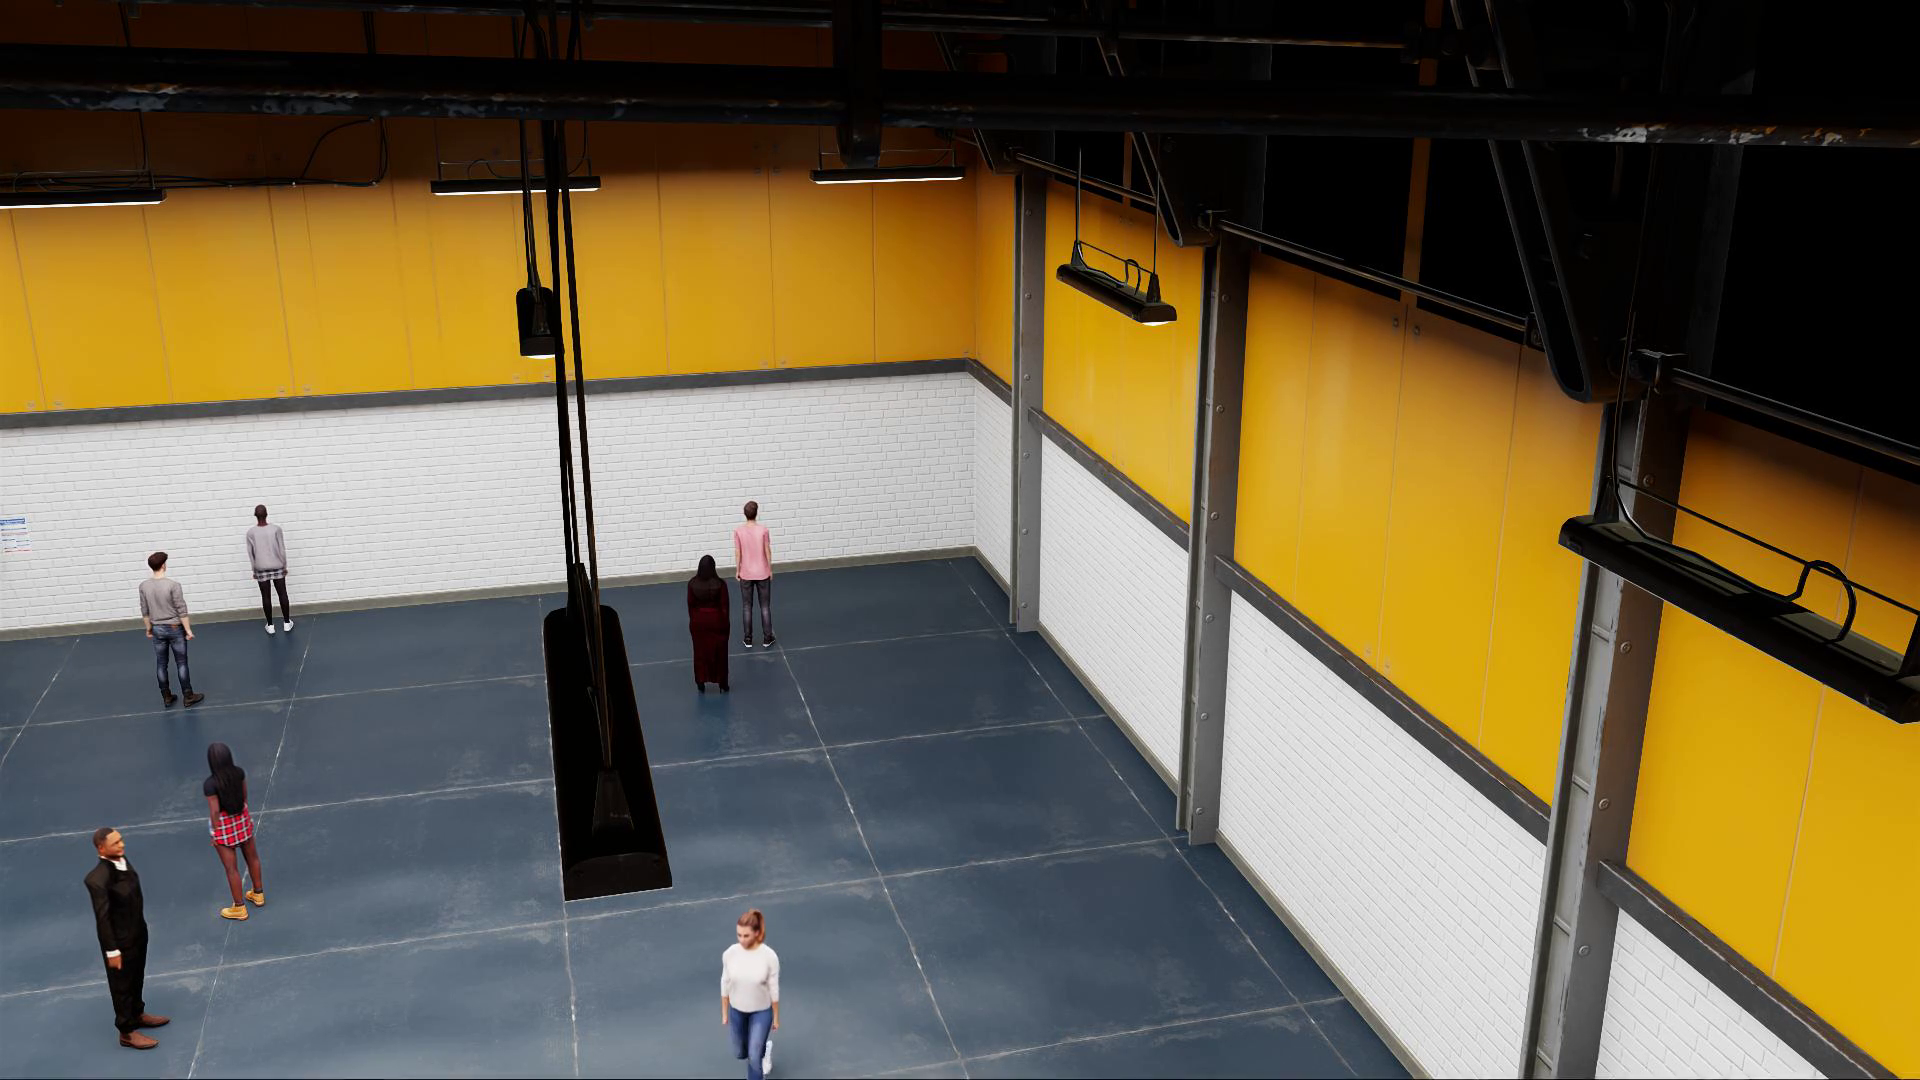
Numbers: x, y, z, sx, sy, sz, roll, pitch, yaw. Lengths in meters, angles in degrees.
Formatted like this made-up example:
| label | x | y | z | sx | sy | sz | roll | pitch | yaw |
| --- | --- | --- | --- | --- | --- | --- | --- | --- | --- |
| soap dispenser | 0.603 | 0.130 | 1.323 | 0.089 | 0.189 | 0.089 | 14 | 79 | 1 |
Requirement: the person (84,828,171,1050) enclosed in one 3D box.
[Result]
| label | x | y | z | sx | sy | sz | roll | pitch | yaw |
| --- | --- | --- | --- | --- | --- | --- | --- | --- | --- |
| person | -6.799 | 3.195 | 13.492 | 0.803 | 1.904 | 0.615 | -1 | 19 | -4 |

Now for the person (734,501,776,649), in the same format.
| label | x | y | z | sx | sy | sz | roll | pitch | yaw |
| --- | --- | --- | --- | --- | --- | --- | --- | --- | --- |
| person | -2.671 | 0.441 | 21.583 | 0.673 | 1.959 | 0.617 | -1 | 19 | -3 |

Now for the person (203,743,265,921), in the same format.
| label | x | y | z | sx | sy | sz | roll | pitch | yaw |
| --- | --- | --- | --- | --- | --- | --- | --- | --- | --- |
| person | -6.727 | 2.660 | 15.358 | 0.786 | 1.727 | 0.712 | 8 | 20 | 21 |

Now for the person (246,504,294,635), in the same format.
| label | x | y | z | sx | sy | sz | roll | pitch | yaw |
| --- | --- | --- | --- | --- | --- | --- | --- | --- | --- |
| person | -9.170 | 0.372 | 22.084 | 0.642 | 1.771 | 0.570 | -8 | 20 | -21 |

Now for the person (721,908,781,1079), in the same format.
| label | x | y | z | sx | sy | sz | roll | pitch | yaw |
| --- | --- | --- | --- | --- | --- | --- | --- | --- | --- |
| person | -1.564 | 3.575 | 12.683 | 0.933 | 1.700 | 1.114 | 5 | 19 | 13 |

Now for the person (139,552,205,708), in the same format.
| label | x | y | z | sx | sy | sz | roll | pitch | yaw |
| --- | --- | --- | --- | --- | --- | --- | --- | --- | --- |
| person | -9.447 | 1.065 | 19.817 | 0.755 | 1.903 | 0.669 | 0 | 19 | 1 |

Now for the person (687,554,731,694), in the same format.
| label | x | y | z | sx | sy | sz | roll | pitch | yaw |
| --- | --- | --- | --- | --- | --- | --- | --- | --- | --- |
| person | -3.044 | 1.018 | 20.186 | 0.746 | 1.757 | 0.727 | 1 | 19 | 4 |
